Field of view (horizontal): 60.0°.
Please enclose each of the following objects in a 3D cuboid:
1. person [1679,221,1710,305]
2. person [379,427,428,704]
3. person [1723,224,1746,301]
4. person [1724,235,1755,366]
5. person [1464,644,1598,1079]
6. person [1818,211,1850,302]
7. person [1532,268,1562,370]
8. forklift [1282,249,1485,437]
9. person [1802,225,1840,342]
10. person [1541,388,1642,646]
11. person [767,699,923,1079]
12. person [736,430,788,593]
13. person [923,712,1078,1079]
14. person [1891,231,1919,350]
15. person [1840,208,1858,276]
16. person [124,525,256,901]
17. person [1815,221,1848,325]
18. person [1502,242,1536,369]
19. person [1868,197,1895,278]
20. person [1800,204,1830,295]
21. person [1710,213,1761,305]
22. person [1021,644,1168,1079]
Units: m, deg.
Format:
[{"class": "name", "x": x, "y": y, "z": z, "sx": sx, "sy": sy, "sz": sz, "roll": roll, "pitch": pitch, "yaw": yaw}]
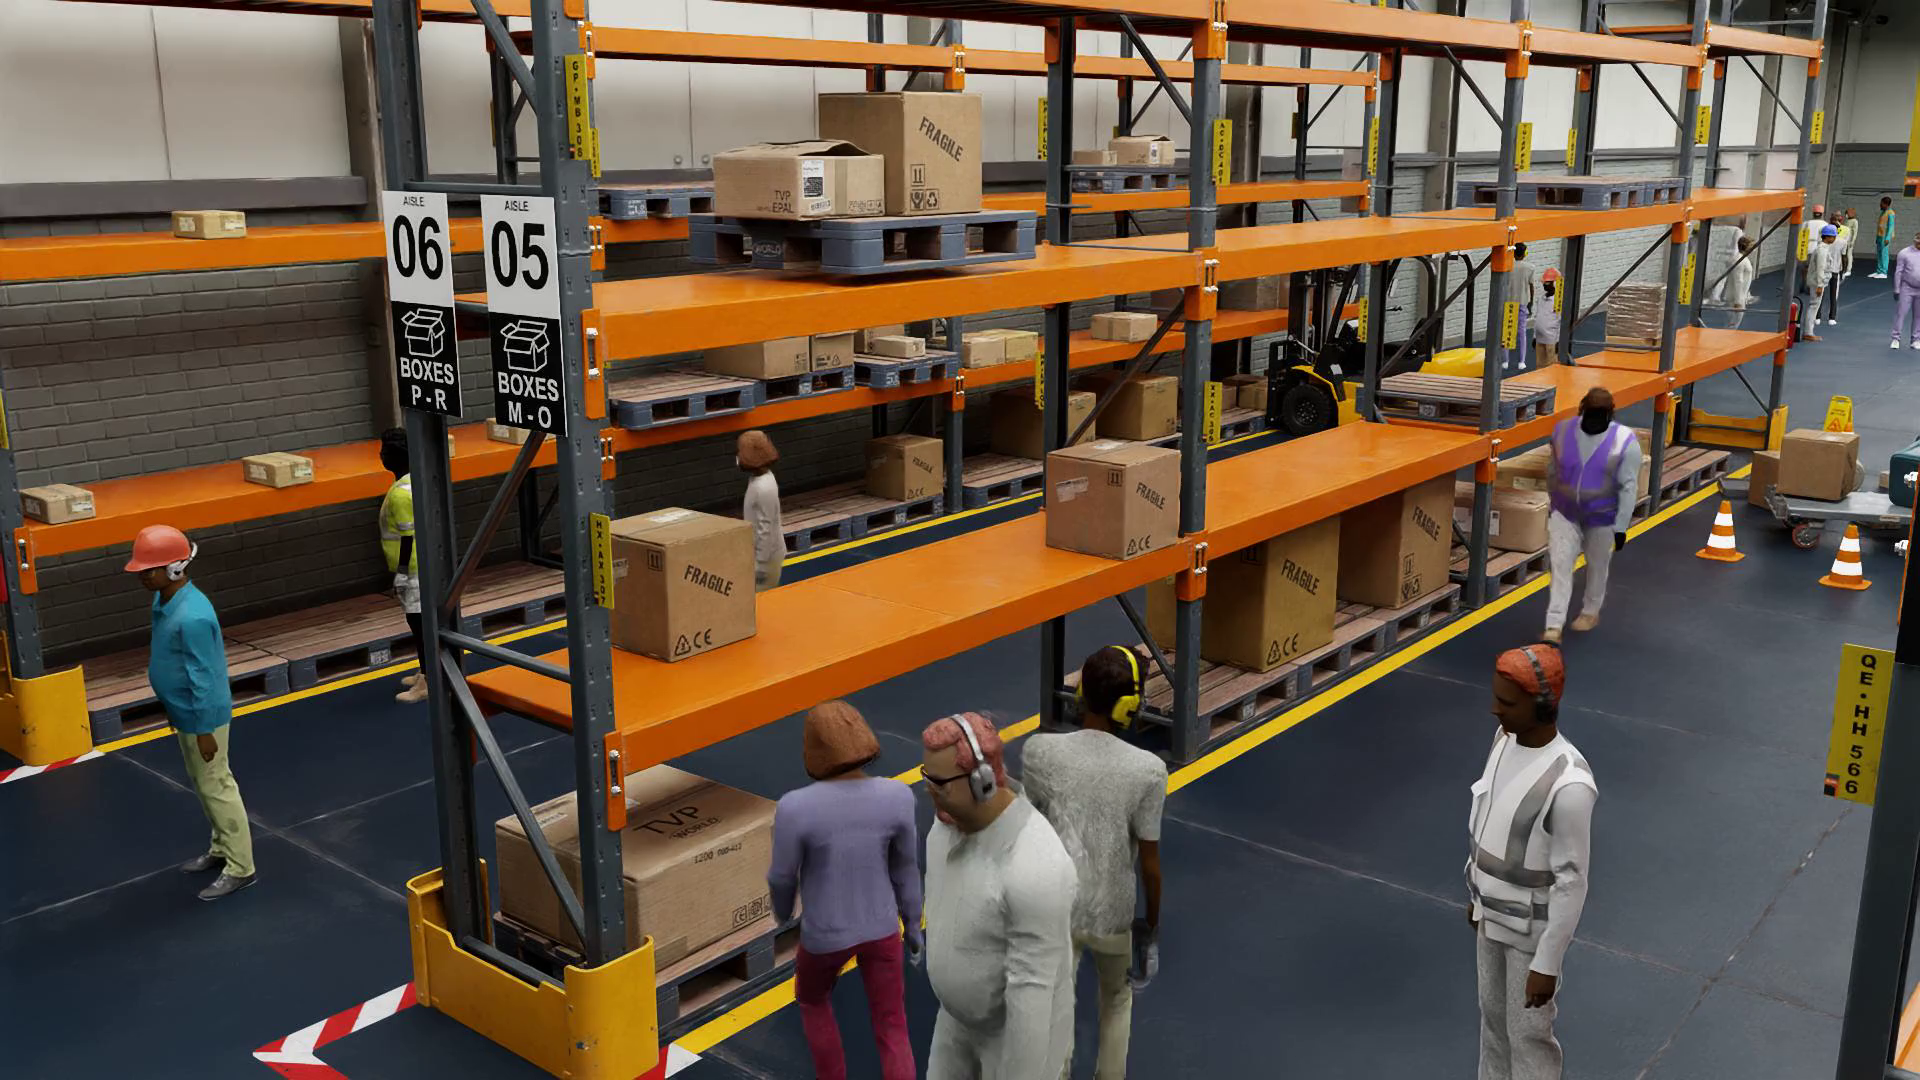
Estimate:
[{"class": "person", "x": 14.865, "y": -5.579, "z": 33.525, "sx": 0.917, "sy": 1.684, "sz": 0.487, "roll": -10, "pitch": 17, "yaw": -36}, {"class": "person", "x": -3.361, "y": 0.150, "z": 10.166, "sx": 0.319, "sy": 1.697, "sz": 0.533, "roll": -2, "pitch": 14, "yaw": -9}, {"class": "person", "x": 15.928, "y": -5.715, "z": 34.162, "sx": 0.309, "sy": 1.641, "sz": 0.514, "roll": -2, "pitch": 14, "yaw": -7}, {"class": "person", "x": 11.621, "y": -3.578, "z": 24.848, "sx": 0.370, "sy": 1.940, "sz": 0.627, "roll": 7, "pitch": 15, "yaw": 25}, {"class": "person", "x": 1.795, "y": 1.234, "z": 5.368, "sx": 0.356, "sy": 1.884, "sz": 0.572, "roll": -1, "pitch": 14, "yaw": -6}, {"class": "person", "x": 17.834, "y": -5.788, "z": 34.037, "sx": 0.570, "sy": 1.843, "sz": 0.372, "roll": 5, "pitch": 15, "yaw": 21}, {"class": "person", "x": 7.458, "y": -2.571, "z": 21.124, "sx": 0.328, "sy": 1.753, "sz": 0.560, "roll": -5, "pitch": 15, "yaw": -18}, {"class": "forklift", "x": 4.886, "y": -2.214, "z": 18.767, "sx": 2.313, "sy": 2.155, "sz": 1.214, "roll": 11, "pitch": 18, "yaw": 38}, {"class": "person", "x": 14.291, "y": -4.257, "z": 27.623, "sx": 0.426, "sy": 1.938, "sz": 0.602, "roll": 7, "pitch": 15, "yaw": 25}, {"class": "person", "x": 4.252, "y": -0.159, "z": 11.288, "sx": 0.635, "sy": 1.766, "sz": 0.992, "roll": 9, "pitch": 17, "yaw": 34}, {"class": "person", "x": -0.378, "y": 1.327, "z": 5.587, "sx": 0.521, "sy": 1.595, "sz": 0.574, "roll": -6, "pitch": 15, "yaw": -23}, {"class": "person", "x": -1.240, "y": 0.113, "z": 10.470, "sx": 0.300, "sy": 1.624, "sz": 0.519, "roll": -2, "pitch": 14, "yaw": -10}, {"class": "person", "x": 0.103, "y": 1.381, "z": 4.795, "sx": 0.433, "sy": 1.880, "sz": 0.650, "roll": -8, "pitch": 16, "yaw": -28}, {"class": "person", "x": 15.324, "y": -4.006, "z": 26.665, "sx": 0.643, "sy": 1.905, "sz": 0.399, "roll": 3, "pitch": 14, "yaw": 14}, {"class": "person", "x": 21.569, "y": -7.251, "z": 40.431, "sx": 0.284, "sy": 1.633, "sz": 0.498, "roll": -2, "pitch": 14, "yaw": -9}, {"class": "person", "x": -3.507, "y": 0.772, "z": 7.560, "sx": 0.390, "sy": 1.739, "sz": 0.578, "roll": -10, "pitch": 17, "yaw": -35}, {"class": "person", "x": 15.724, "y": -4.829, "z": 30.097, "sx": 0.526, "sy": 1.864, "sz": 0.315, "roll": 6, "pitch": 15, "yaw": 25}, {"class": "person", "x": 8.179, "y": -3.447, "z": 24.470, "sx": 0.511, "sy": 1.865, "sz": 0.329, "roll": 3, "pitch": 14, "yaw": 12}, {"class": "person", "x": 22.093, "y": -7.226, "z": 39.747, "sx": 0.369, "sy": 1.915, "sz": 0.597, "roll": 2, "pitch": 14, "yaw": 7}, {"class": "person", "x": 18.244, "y": -6.191, "z": 35.526, "sx": 0.550, "sy": 1.915, "sz": 0.431, "roll": 11, "pitch": 18, "yaw": 38}, {"class": "person", "x": 15.627, "y": -5.627, "z": 33.394, "sx": 0.965, "sy": 1.835, "sz": 0.597, "roll": 0, "pitch": 14, "yaw": -1}, {"class": "person", "x": 0.402, "y": 1.219, "z": 5.509, "sx": 0.564, "sy": 1.837, "sz": 0.688, "roll": 3, "pitch": 14, "yaw": 11}]
